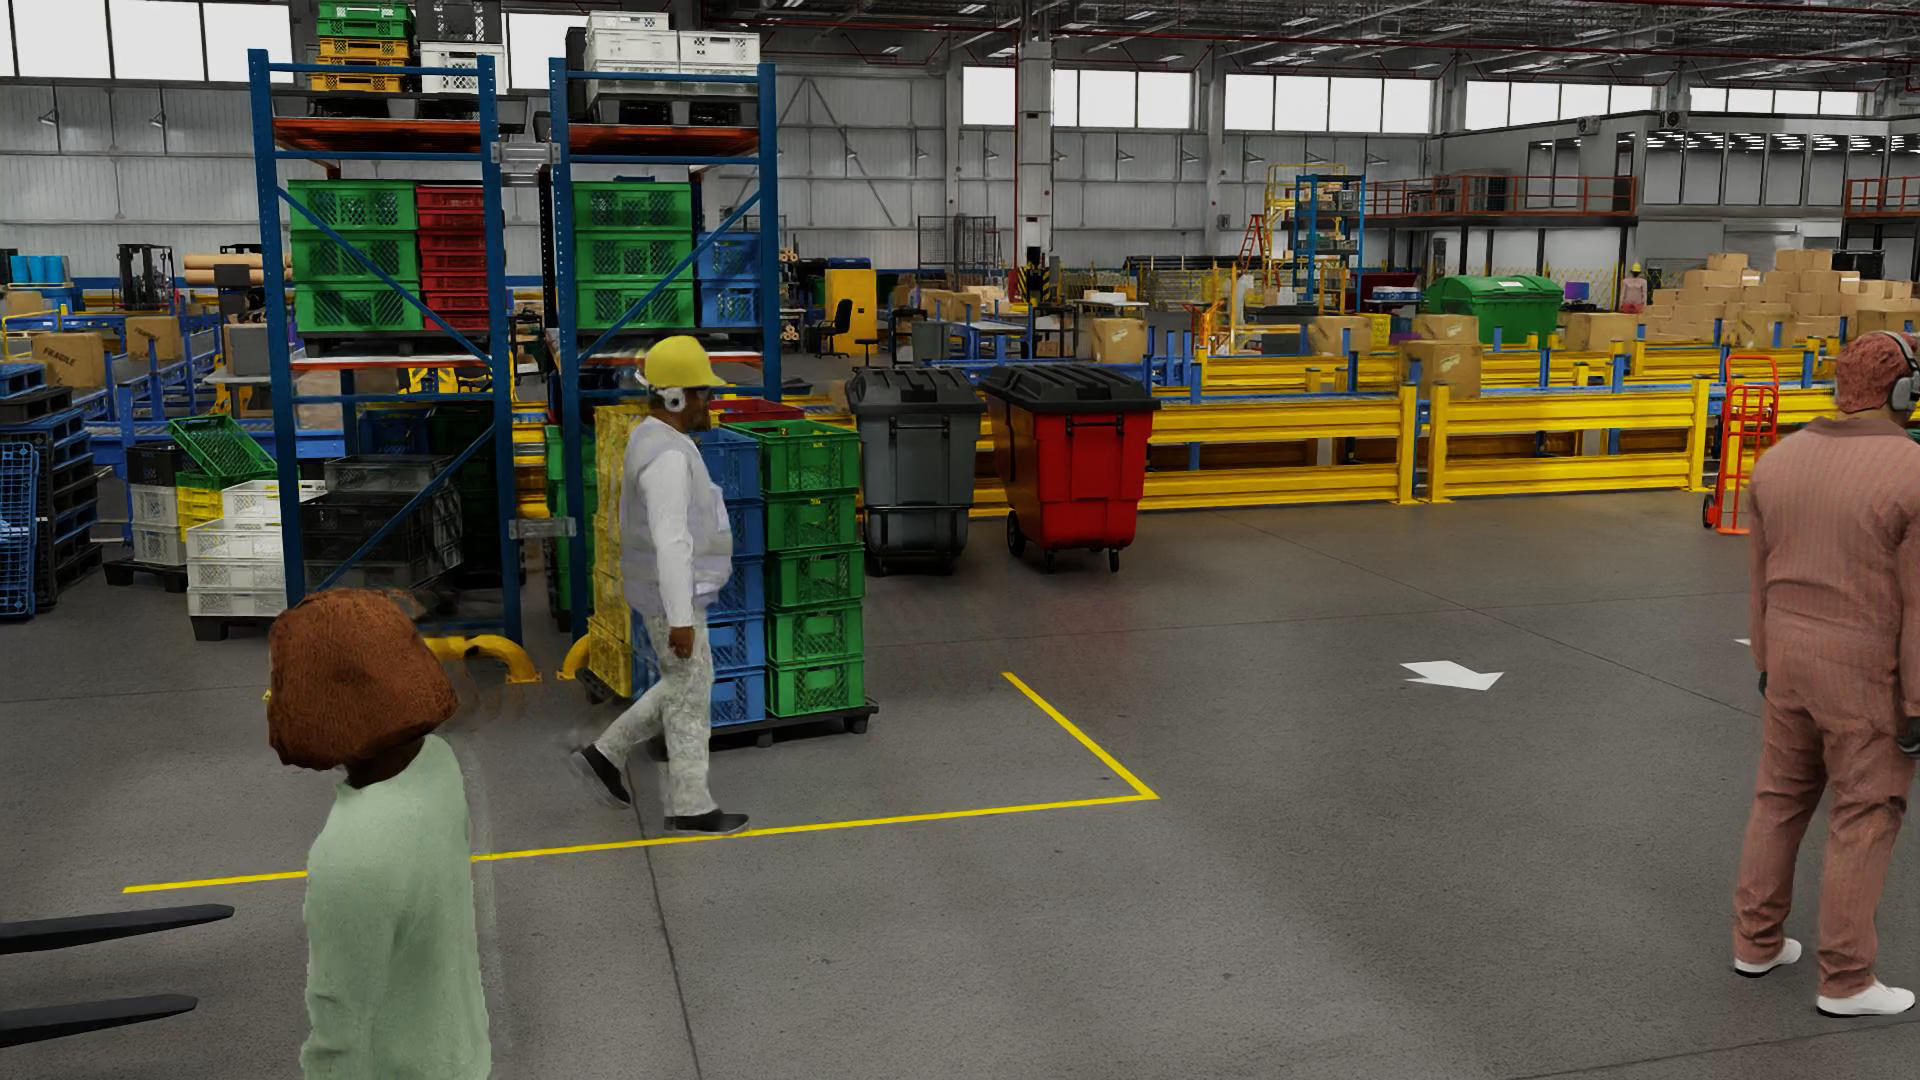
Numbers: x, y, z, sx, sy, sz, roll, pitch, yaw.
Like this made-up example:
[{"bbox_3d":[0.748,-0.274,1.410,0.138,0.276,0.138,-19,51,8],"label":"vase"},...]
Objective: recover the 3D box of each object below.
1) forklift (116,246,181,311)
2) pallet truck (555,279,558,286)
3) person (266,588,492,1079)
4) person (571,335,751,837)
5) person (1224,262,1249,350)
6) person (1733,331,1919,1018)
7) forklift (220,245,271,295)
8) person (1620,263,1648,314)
[{"bbox_3d":[-19.966,-6.232,40.894,1.157,1.987,2.680,-3,10,-15],"label":"forklift"},{"bbox_3d":[-10.604,-6.375,44.520,0.653,1.274,1.630,-3,10,-15],"label":"pallet truck"},{"bbox_3d":[-0.900,0.868,2.576,0.343,1.618,0.529,-1,10,-4],"label":"person"},{"bbox_3d":[-1.076,0.183,5.928,0.542,1.821,0.594,-2,10,-11],"label":"person"},{"bbox_3d":[4.827,-3.908,28.968,0.546,1.860,0.380,-6,12,-32],"label":"person"},{"bbox_3d":[2.483,0.372,4.652,0.397,1.898,0.644,-3,11,-19],"label":"person"},{"bbox_3d":[-17.749,-6.334,41.440,1.157,1.987,2.680,-3,10,-17],"label":"forklift"},{"bbox_3d":[14.688,-5.148,36.263,0.554,1.750,0.489,4,11,23],"label":"person"}]
